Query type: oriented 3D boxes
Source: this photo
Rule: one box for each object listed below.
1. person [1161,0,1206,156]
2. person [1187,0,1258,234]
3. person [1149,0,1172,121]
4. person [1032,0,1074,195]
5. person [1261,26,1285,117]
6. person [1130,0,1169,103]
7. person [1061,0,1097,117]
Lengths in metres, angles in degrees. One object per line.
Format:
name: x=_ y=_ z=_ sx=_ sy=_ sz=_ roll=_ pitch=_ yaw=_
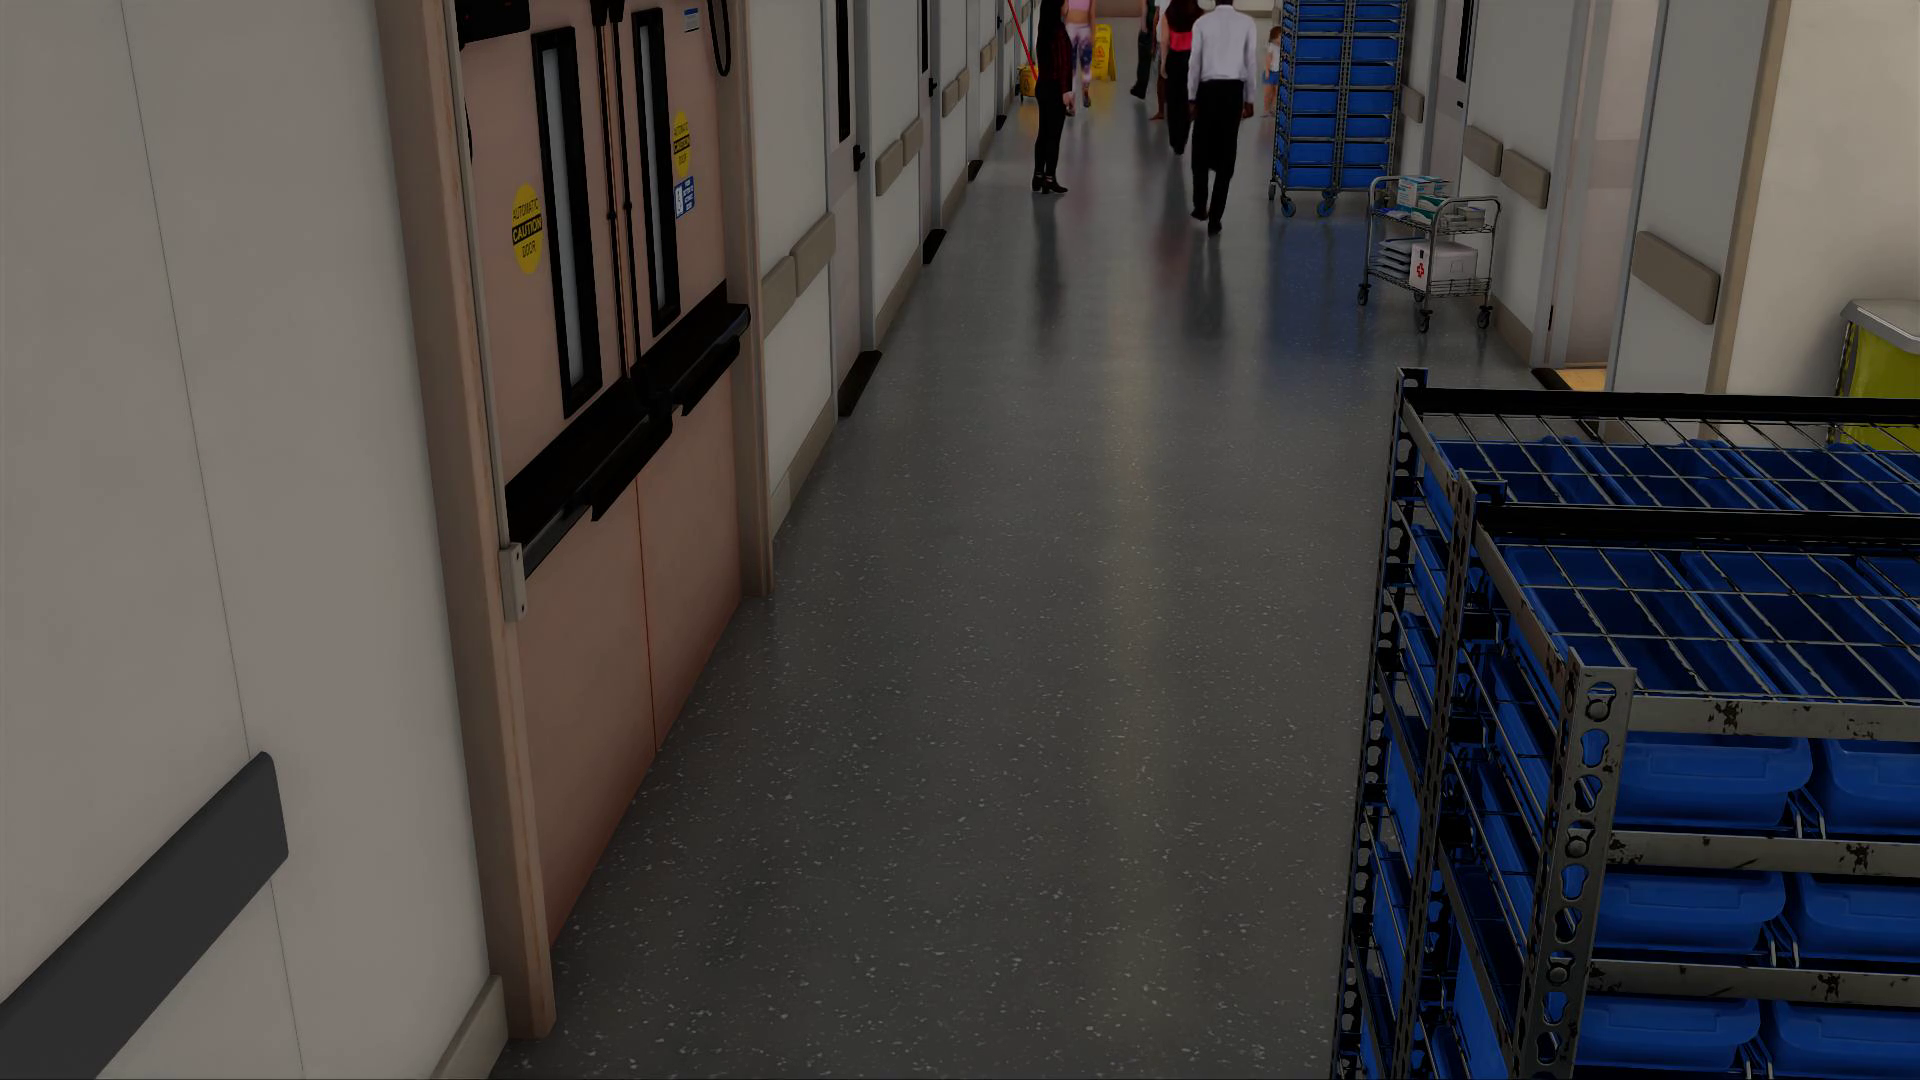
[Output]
person: x=2.119 y=-4.442 z=15.780 sx=0.720 sy=1.620 sz=1.120 roll=5 pitch=21 yaw=14
person: x=1.888 y=-3.141 z=12.073 sx=0.705 sy=1.813 sz=0.923 roll=4 pitch=21 yaw=12
person: x=2.392 y=-5.599 z=18.678 sx=0.719 sy=1.731 sz=0.701 roll=13 pitch=24 yaw=30
person: x=0.755 y=-3.739 z=13.880 sx=0.715 sy=1.651 sz=0.595 roll=-8 pitch=22 yaw=-20
person: x=3.582 y=-5.414 z=19.221 sx=0.520 sy=1.001 sz=0.612 roll=-13 pitch=25 yaw=-32
person: x=2.438 y=-6.301 z=20.436 sx=0.921 sy=1.795 sz=1.120 roll=-6 pitch=22 yaw=-16
person: x=1.363 y=-5.774 z=19.102 sx=0.637 sy=1.757 sz=0.745 roll=4 pitch=21 yaw=12
